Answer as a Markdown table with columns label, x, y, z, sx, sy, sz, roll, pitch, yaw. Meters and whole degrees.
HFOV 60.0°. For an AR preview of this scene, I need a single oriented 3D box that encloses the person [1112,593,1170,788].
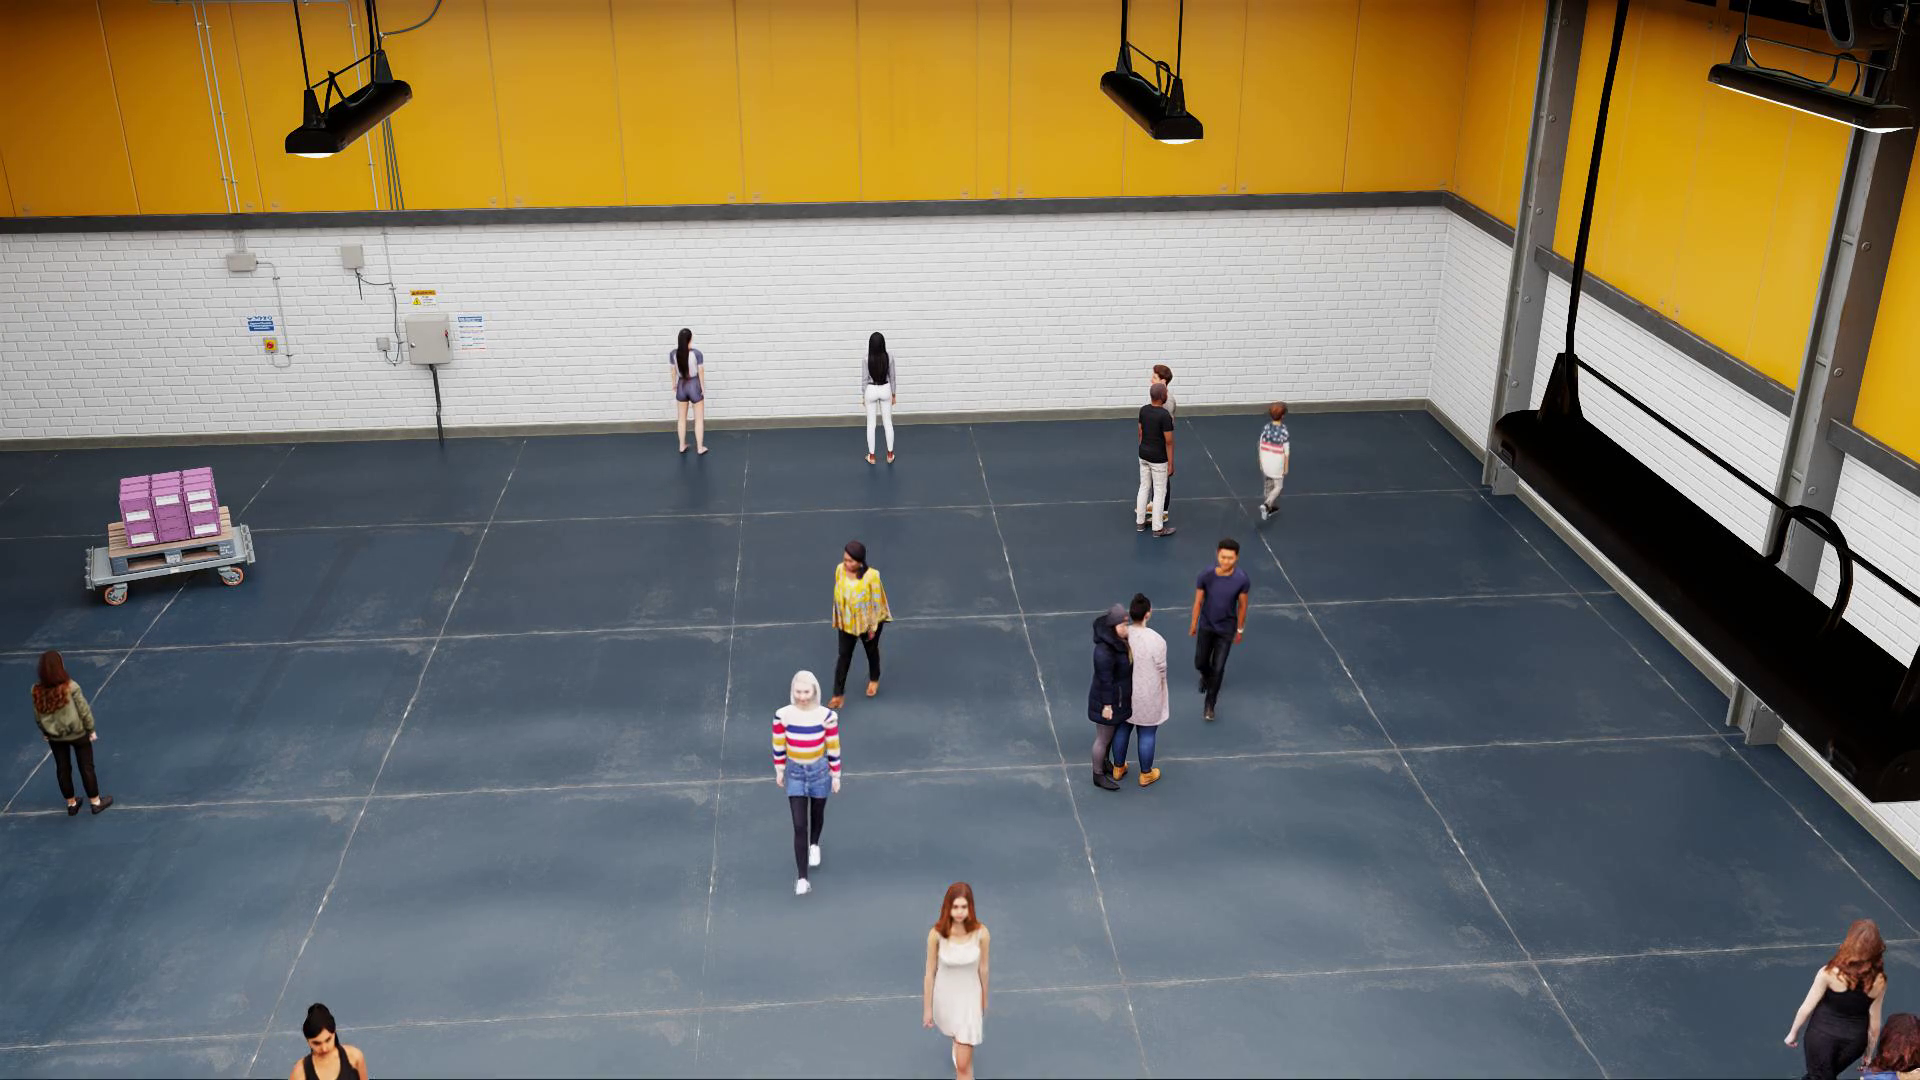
| label | x | y | z | sx | sy | sz | roll | pitch | yaw |
| --- | --- | --- | --- | --- | --- | --- | --- | --- | --- |
| person | 1.492 | 1.257 | 14.061 | 0.800 | 1.745 | 0.818 | 12 | 26 | 26 |

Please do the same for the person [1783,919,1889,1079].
| label | x | y | z | sx | sy | sz | roll | pitch | yaw |
| --- | --- | --- | --- | --- | --- | --- | --- | --- | --- |
| person | 5.243 | 3.089 | 9.933 | 0.776 | 1.695 | 1.176 | 3 | 24 | 7 |

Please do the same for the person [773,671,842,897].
| label | x | y | z | sx | sy | sz | roll | pitch | yaw |
| --- | --- | --- | --- | --- | --- | --- | --- | --- | --- |
| person | -1.156 | 1.786 | 12.821 | 0.677 | 1.769 | 1.052 | -1 | 24 | -3 |

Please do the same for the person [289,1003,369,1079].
| label | x | y | z | sx | sy | sz | roll | pitch | yaw |
| --- | --- | --- | --- | --- | --- | --- | --- | --- | --- |
| person | -3.564 | 3.329 | 9.477 | 0.933 | 1.620 | 1.184 | -14 | 27 | -29 |

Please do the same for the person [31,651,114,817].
| label | x | y | z | sx | sy | sz | roll | pitch | yaw |
| --- | --- | --- | --- | --- | --- | --- | --- | --- | --- |
| person | -7.327 | 1.582 | 13.651 | 0.568 | 1.477 | 0.493 | -2 | 24 | -5 |

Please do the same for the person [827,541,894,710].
| label | x | y | z | sx | sy | sz | roll | pitch | yaw |
| --- | --- | --- | --- | --- | --- | --- | --- | --- | --- |
| person | -0.881 | 0.744 | 15.388 | 0.959 | 1.621 | 1.116 | 9 | 25 | 20 |

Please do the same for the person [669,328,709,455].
| label | x | y | z | sx | sy | sz | roll | pitch | yaw |
| --- | --- | --- | --- | --- | --- | --- | --- | --- | --- |
| person | -3.498 | -1.922 | 21.460 | 0.654 | 1.642 | 0.620 | 4 | 24 | 10 |

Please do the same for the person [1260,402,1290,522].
| label | x | y | z | sx | sy | sz | roll | pitch | yaw |
| --- | --- | --- | --- | --- | --- | --- | --- | --- | --- |
| person | 3.627 | -0.897 | 19.386 | 0.806 | 1.427 | 0.886 | 17 | 29 | 34 |

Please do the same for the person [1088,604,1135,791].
| label | x | y | z | sx | sy | sz | roll | pitch | yaw |
| --- | --- | --- | --- | --- | --- | --- | --- | --- | --- |
| person | 1.275 | 1.303 | 14.046 | 0.838 | 1.672 | 0.734 | 9 | 25 | 19 |

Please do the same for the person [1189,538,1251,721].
| label | x | y | z | sx | sy | sz | roll | pitch | yaw |
| --- | --- | --- | --- | --- | --- | --- | --- | --- | --- |
| person | 2.364 | 0.760 | 15.167 | 0.820 | 1.770 | 0.931 | 7 | 25 | 16 |

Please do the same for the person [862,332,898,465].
| label | x | y | z | sx | sy | sz | roll | pitch | yaw |
| --- | --- | --- | --- | --- | --- | --- | --- | --- | --- |
| person | -1.035 | -1.820 | 21.125 | 0.623 | 1.725 | 0.552 | -5 | 24 | -11 |

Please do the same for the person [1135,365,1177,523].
| label | x | y | z | sx | sy | sz | roll | pitch | yaw |
| --- | --- | --- | --- | --- | --- | --- | --- | --- | --- |
| person | 2.308 | -1.126 | 19.324 | 0.764 | 1.894 | 0.558 | -7 | 25 | -15 |

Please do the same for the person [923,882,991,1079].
| label | x | y | z | sx | sy | sz | roll | pitch | yaw |
| --- | --- | --- | --- | --- | --- | --- | --- | --- | --- |
| person | -0.024 | 2.852 | 10.503 | 0.717 | 1.672 | 1.214 | 2 | 24 | 5 |

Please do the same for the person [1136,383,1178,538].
| label | x | y | z | sx | sy | sz | roll | pitch | yaw |
| --- | --- | --- | --- | --- | --- | --- | --- | --- | --- |
| person | 2.219 | -0.926 | 18.979 | 0.818 | 1.805 | 0.732 | -19 | 30 | -37 |
